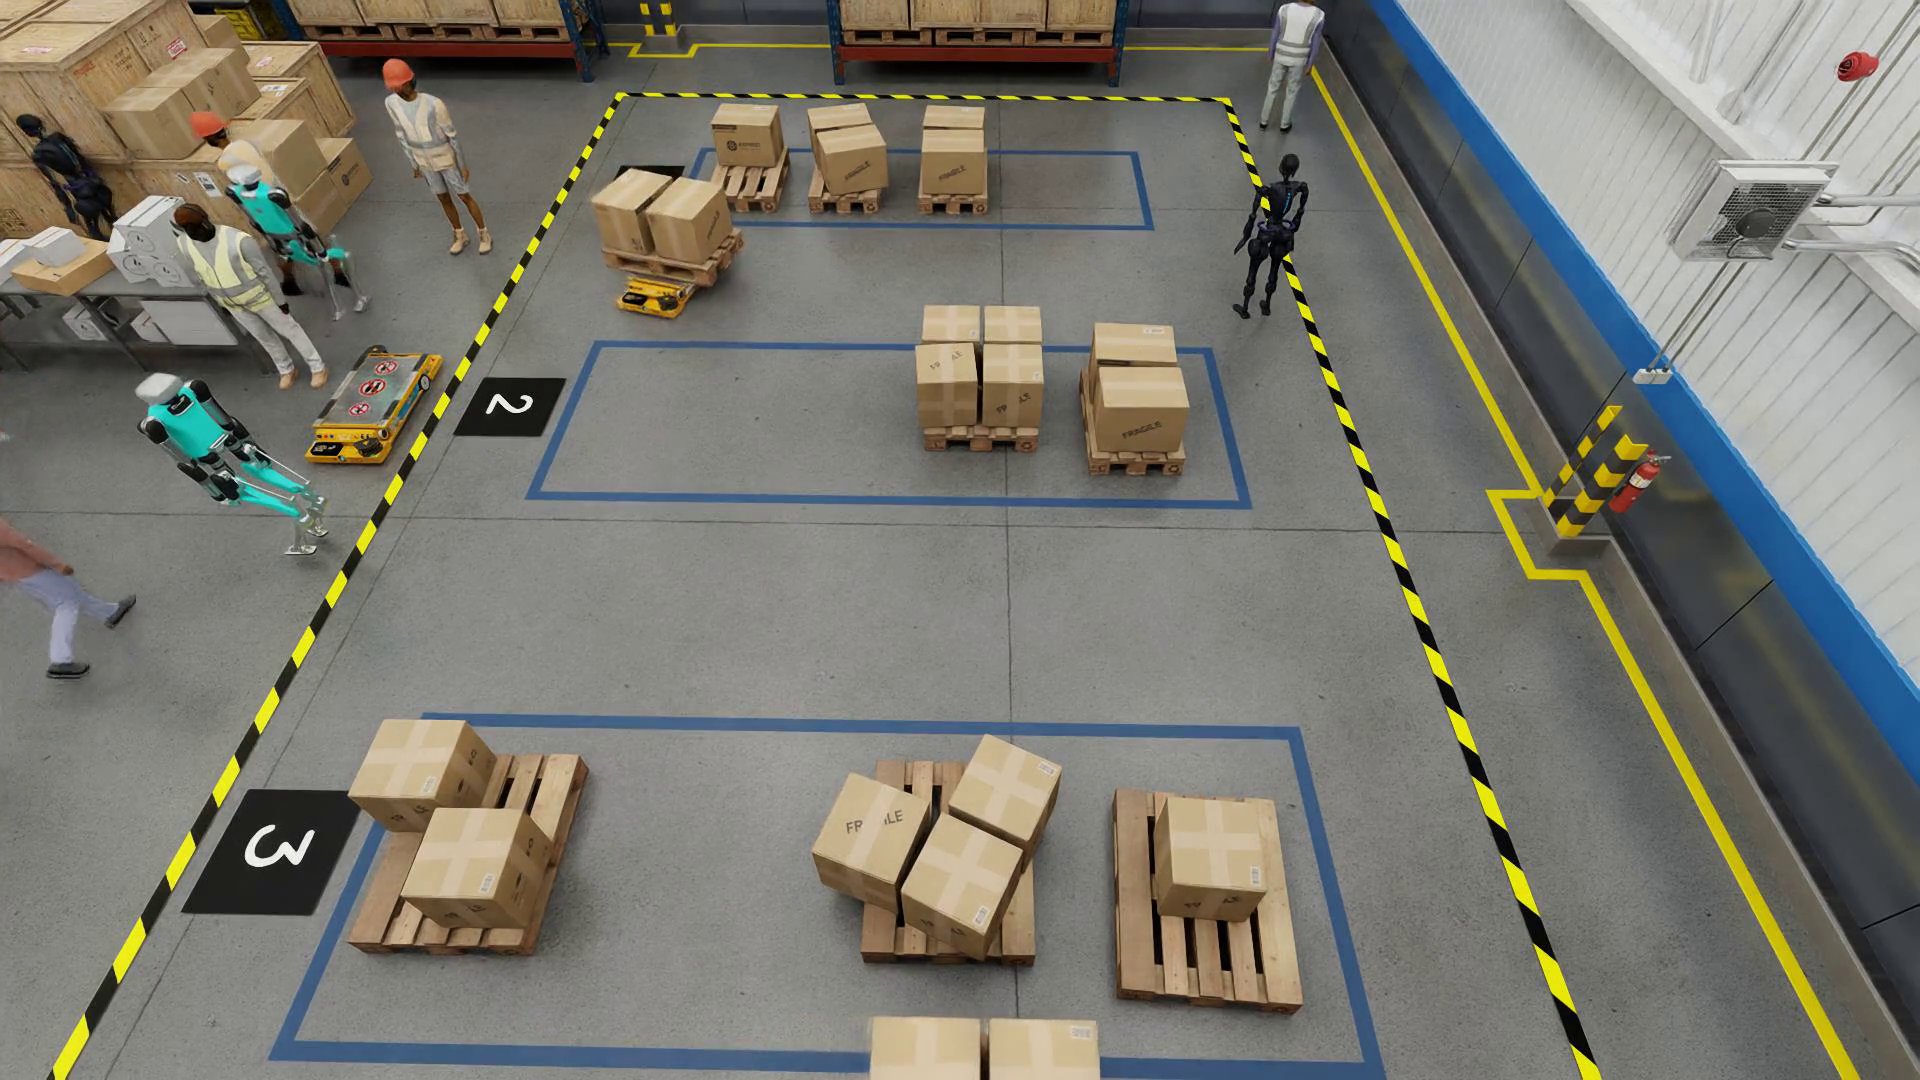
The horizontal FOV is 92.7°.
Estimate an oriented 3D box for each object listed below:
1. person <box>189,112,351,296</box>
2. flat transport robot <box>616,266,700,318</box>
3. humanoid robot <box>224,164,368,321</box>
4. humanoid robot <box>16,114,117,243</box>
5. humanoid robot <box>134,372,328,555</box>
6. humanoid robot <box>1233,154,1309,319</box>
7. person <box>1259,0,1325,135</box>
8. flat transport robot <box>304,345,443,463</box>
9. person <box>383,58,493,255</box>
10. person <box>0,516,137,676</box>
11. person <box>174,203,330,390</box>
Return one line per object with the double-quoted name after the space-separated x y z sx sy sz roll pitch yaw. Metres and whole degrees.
-6.901 -3.297 9.106 0.813 1.886 0.573 1 50 0 "person"
-3.030 -2.917 9.817 0.652 0.197 1.431 13 51 11 "flat transport robot"
-6.283 -2.899 8.889 0.553 1.796 0.848 4 50 4 "humanoid robot"
-9.020 -3.594 9.479 0.405 1.645 0.586 -2 50 -2 "humanoid robot"
-5.177 -0.499 6.739 0.735 1.677 0.533 8 50 7 "humanoid robot"
3.011 -2.936 8.919 0.599 1.657 0.315 -6 50 -5 "humanoid robot"
4.140 -6.032 11.446 0.594 1.831 0.403 22 53 17 "person"
-5.383 -1.269 8.441 0.659 0.231 1.431 1 50 1 "flat transport robot"
-5.443 -3.938 9.537 0.605 2.047 0.366 0 50 0 "person"
-6.424 0.206 6.221 0.526 1.739 0.771 6 50 5 "person"
-6.307 -2.136 8.149 0.624 1.836 0.430 -2 50 -2 "person"
